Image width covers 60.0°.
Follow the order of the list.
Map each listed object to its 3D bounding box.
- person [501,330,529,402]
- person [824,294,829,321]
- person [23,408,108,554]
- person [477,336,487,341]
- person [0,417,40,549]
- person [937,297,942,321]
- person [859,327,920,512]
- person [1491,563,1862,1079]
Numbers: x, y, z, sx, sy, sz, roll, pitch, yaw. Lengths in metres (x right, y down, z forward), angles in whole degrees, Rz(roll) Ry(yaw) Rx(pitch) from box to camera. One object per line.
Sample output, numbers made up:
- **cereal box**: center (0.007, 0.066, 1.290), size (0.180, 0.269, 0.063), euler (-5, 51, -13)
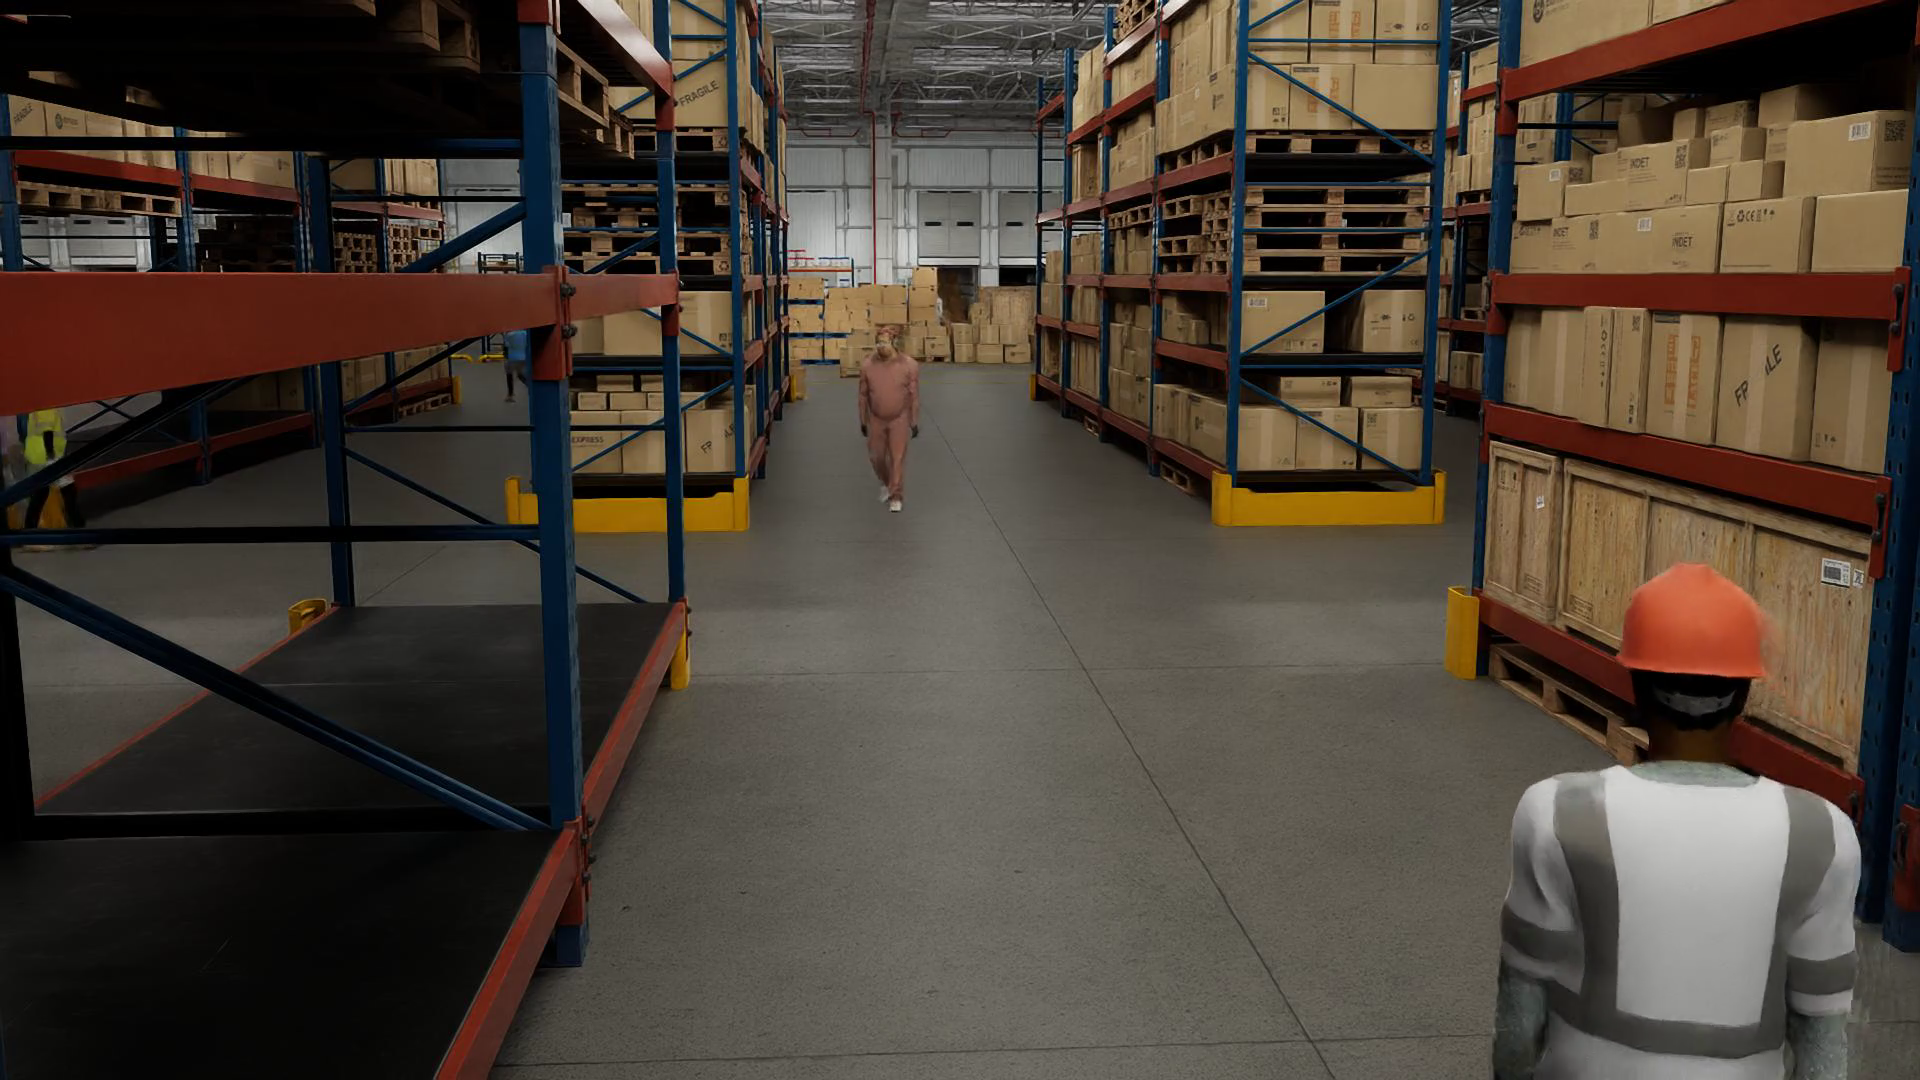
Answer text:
- **person**: center (-8.389, -3.445, 31.530), size (0.536, 1.675, 0.557), euler (7, 12, 38)
- **person**: center (-3.943, -6.536, 50.407), size (0.329, 1.844, 0.518), euler (2, 9, 13)
- **person**: center (-7.839, -0.718, 14.481), size (0.777, 1.654, 0.541), euler (-8, 12, -39)
- **person**: center (-17.470, -8.105, 60.735), size (0.545, 1.695, 0.317), euler (1, 9, 6)
- **person**: center (-8.482, -0.811, 14.321), size (1.036, 1.881, 0.651), euler (-7, 11, -38)
- **person**: center (-0.938, -7.950, 59.062), size (0.629, 1.923, 0.457), euler (4, 10, 23)
- **person**: center (-0.720, -1.234, 17.010), size (0.651, 1.891, 0.493), euler (2, 9, 11)
- **person**: center (1.202, 0.994, 2.896), size (0.547, 1.925, 0.395), euler (1, 9, 9)
